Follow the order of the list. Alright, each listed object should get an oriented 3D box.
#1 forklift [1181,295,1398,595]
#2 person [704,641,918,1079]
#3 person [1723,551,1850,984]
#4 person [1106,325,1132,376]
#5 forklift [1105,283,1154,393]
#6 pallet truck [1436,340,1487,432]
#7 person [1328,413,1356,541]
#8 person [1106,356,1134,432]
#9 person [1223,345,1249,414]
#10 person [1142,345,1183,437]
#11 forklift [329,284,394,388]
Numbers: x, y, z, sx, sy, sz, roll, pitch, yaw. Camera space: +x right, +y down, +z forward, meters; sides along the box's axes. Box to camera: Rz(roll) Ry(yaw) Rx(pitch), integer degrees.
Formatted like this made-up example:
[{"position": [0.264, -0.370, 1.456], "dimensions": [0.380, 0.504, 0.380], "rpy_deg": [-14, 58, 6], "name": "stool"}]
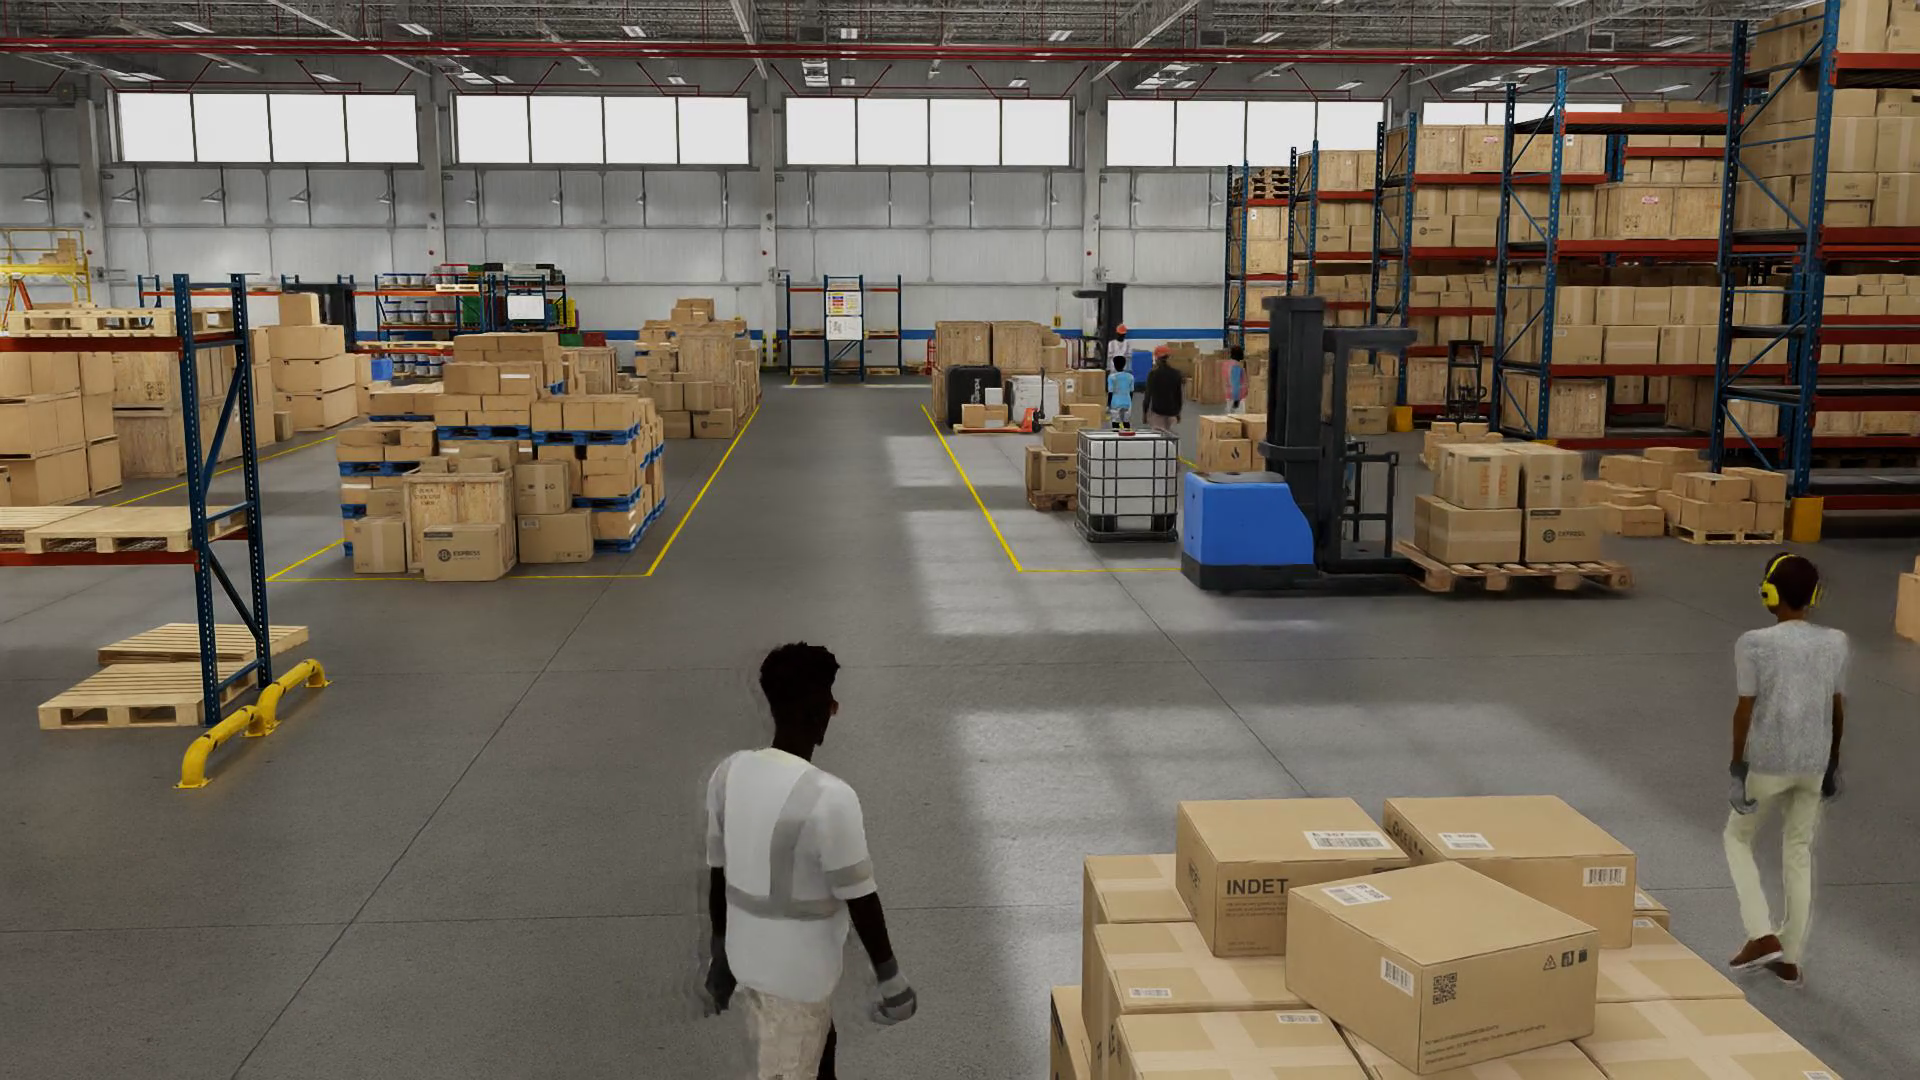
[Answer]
[{"position": [3.157, -0.941, 15.940], "dimensions": [1.873, 2.768, 1.129], "rpy_deg": [-1, 9, -4], "name": "forklift"}, {"position": [-0.410, 1.257, 5.103], "dimensions": [0.929, 1.926, 0.620], "rpy_deg": [-7, 11, -38], "name": "person"}, {"position": [3.532, 0.978, 7.119], "dimensions": [0.532, 1.855, 0.391], "rpy_deg": [0, 9, 2], "name": "person"}, {"position": [3.580, -3.852, 37.232], "dimensions": [0.572, 1.911, 0.613], "rpy_deg": [-1, 9, -7], "name": "person"}, {"position": [3.956, -5.153, 42.389], "dimensions": [1.873, 2.768, 1.129], "rpy_deg": [-1, 9, -4], "name": "forklift"}, {"position": [8.004, -2.170, 26.422], "dimensions": [0.823, 1.965, 1.885], "rpy_deg": [2, 9, 14], "name": "pallet truck"}, {"position": [3.988, -0.605, 17.867], "dimensions": [0.508, 1.592, 0.886], "rpy_deg": [4, 10, 22], "name": "person"}, {"position": [2.669, -2.232, 27.766], "dimensions": [0.533, 1.693, 0.319], "rpy_deg": [-5, 10, -30], "name": "person"}, {"position": [4.738, -2.500, 29.051], "dimensions": [0.733, 1.822, 0.631], "rpy_deg": [-1, 9, -4], "name": "person"}, {"position": [3.020, -1.944, 25.090], "dimensions": [0.628, 1.972, 0.598], "rpy_deg": [-6, 11, -31], "name": "person"}, {"position": [-14.224, -4.534, 38.502], "dimensions": [1.873, 2.768, 1.129], "rpy_deg": [-1, 9, -4], "name": "forklift"}]
